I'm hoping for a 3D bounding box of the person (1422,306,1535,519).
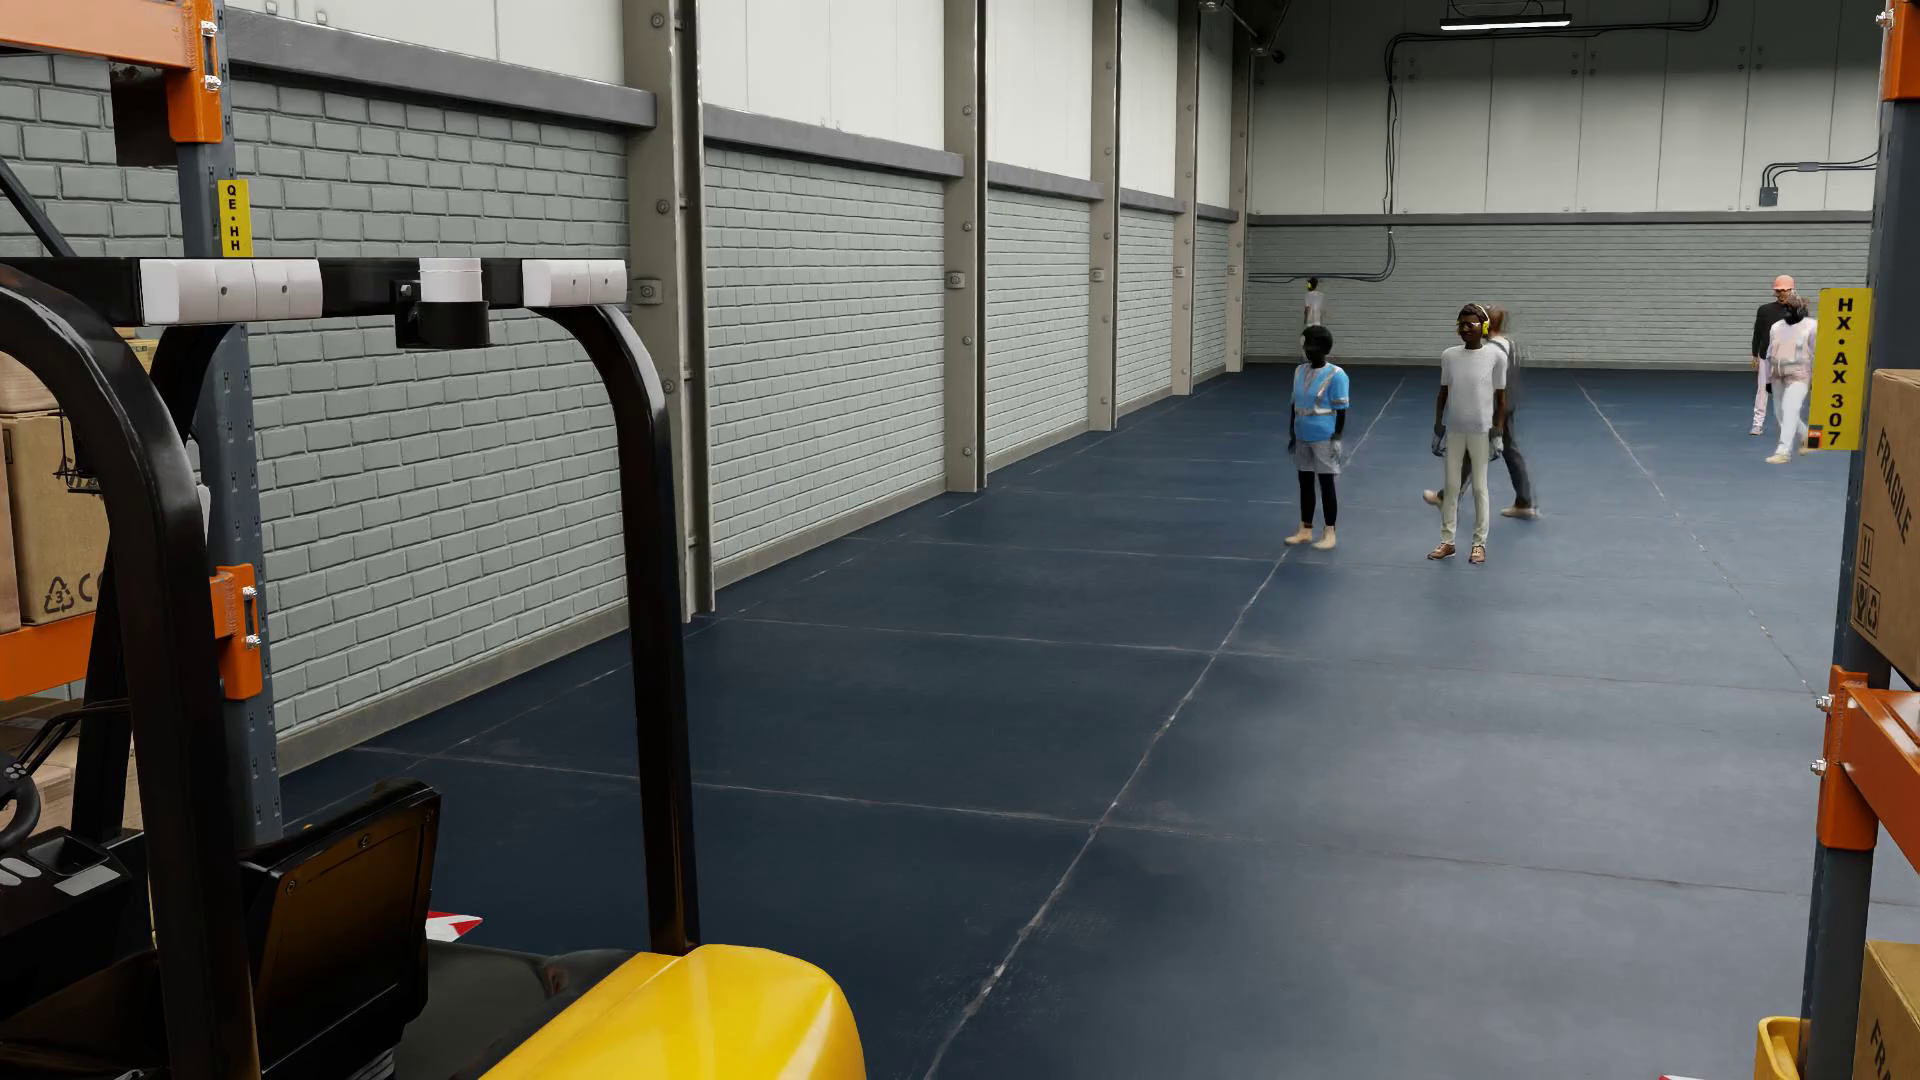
[{"bbox_3d":[4.497,-1.090,14.176,0.534,1.790,0.983,-9,13,-42],"label":"person"}]

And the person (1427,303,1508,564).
[{"bbox_3d":[3.667,-0.767,12.017,0.533,1.871,0.320,7,12,35],"label":"person"}]

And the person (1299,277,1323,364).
[{"bbox_3d":[7.039,-4.340,33.342,0.529,1.854,0.539,-5,11,-28],"label":"person"}]

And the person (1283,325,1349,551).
[{"bbox_3d":[2.690,-0.773,12.568,0.319,1.695,0.538,-6,11,-32],"label":"person"}]

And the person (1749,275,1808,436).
[{"bbox_3d":[10.185,-2.290,20.709,0.610,1.996,0.378,5,11,28],"label":"person"}]

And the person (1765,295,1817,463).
[{"bbox_3d":[9.063,-1.743,18.016,0.801,1.819,0.638,-4,10,-24],"label":"person"}]
